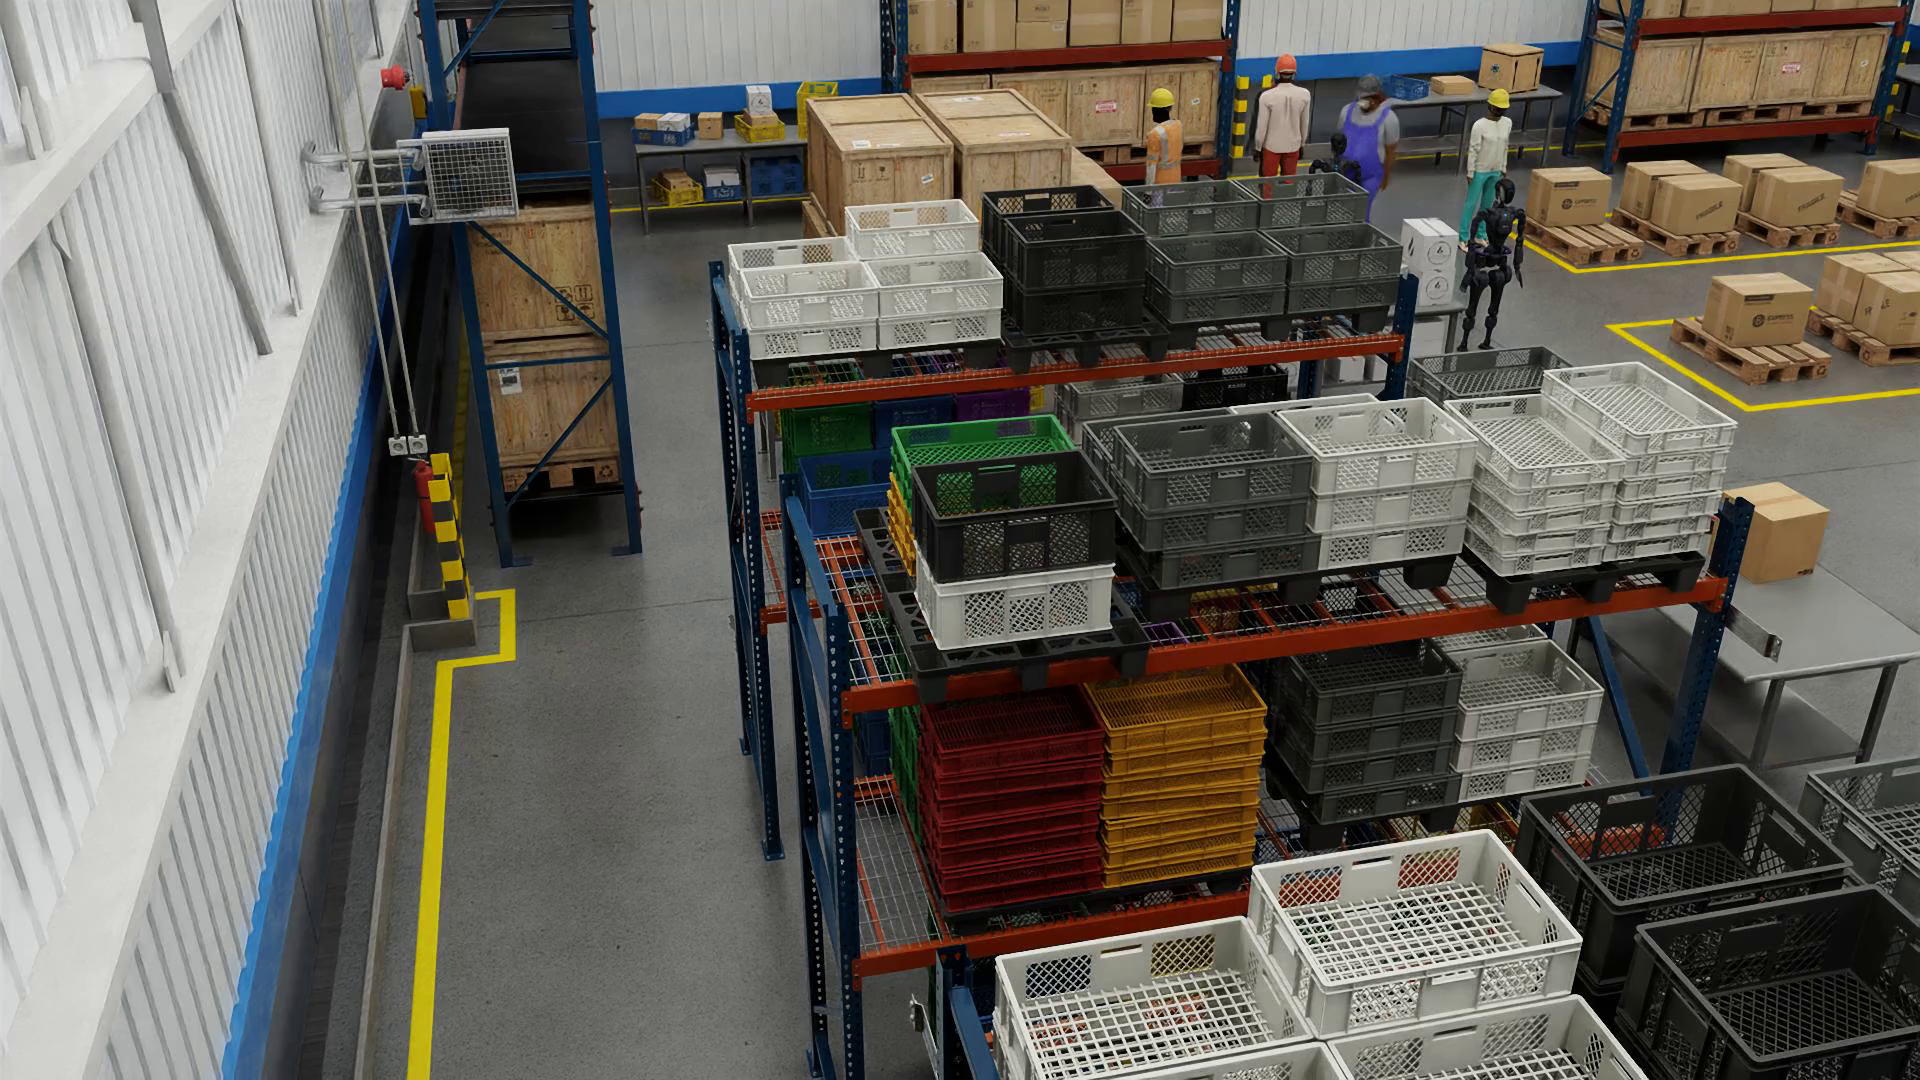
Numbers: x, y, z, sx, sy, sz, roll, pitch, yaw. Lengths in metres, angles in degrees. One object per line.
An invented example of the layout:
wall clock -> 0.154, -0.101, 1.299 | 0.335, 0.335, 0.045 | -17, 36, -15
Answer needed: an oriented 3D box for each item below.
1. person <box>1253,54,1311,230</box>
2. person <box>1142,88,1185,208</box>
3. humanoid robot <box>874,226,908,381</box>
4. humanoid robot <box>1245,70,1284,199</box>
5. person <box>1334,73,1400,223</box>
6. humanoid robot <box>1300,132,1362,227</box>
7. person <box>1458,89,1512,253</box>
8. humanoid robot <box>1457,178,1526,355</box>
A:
person -> 3.567, -4.390, 18.525 | 0.609, 1.995, 0.381 | -5, 28, -9
person -> 2.095, -3.746, 17.390 | 0.405, 1.918, 0.582 | 19, 33, 32
humanoid robot -> -0.591, -1.860, 14.100 | 0.637, 1.655, 0.485 | 23, 36, 37
humanoid robot -> 3.661, -4.697, 19.445 | 0.632, 1.647, 0.480 | 5, 28, 9
person -> 4.310, -4.006, 17.749 | 0.685, 2.000, 0.751 | 22, 35, 35
humanoid robot -> 3.724, -3.271, 16.731 | 0.601, 1.653, 0.313 | 5, 28, 9
person -> 5.725, -4.005, 18.038 | 0.533, 1.765, 0.315 | -12, 30, -22
humanoid robot -> 4.879, -2.491, 15.243 | 0.596, 1.660, 0.323 | -6, 28, -11
